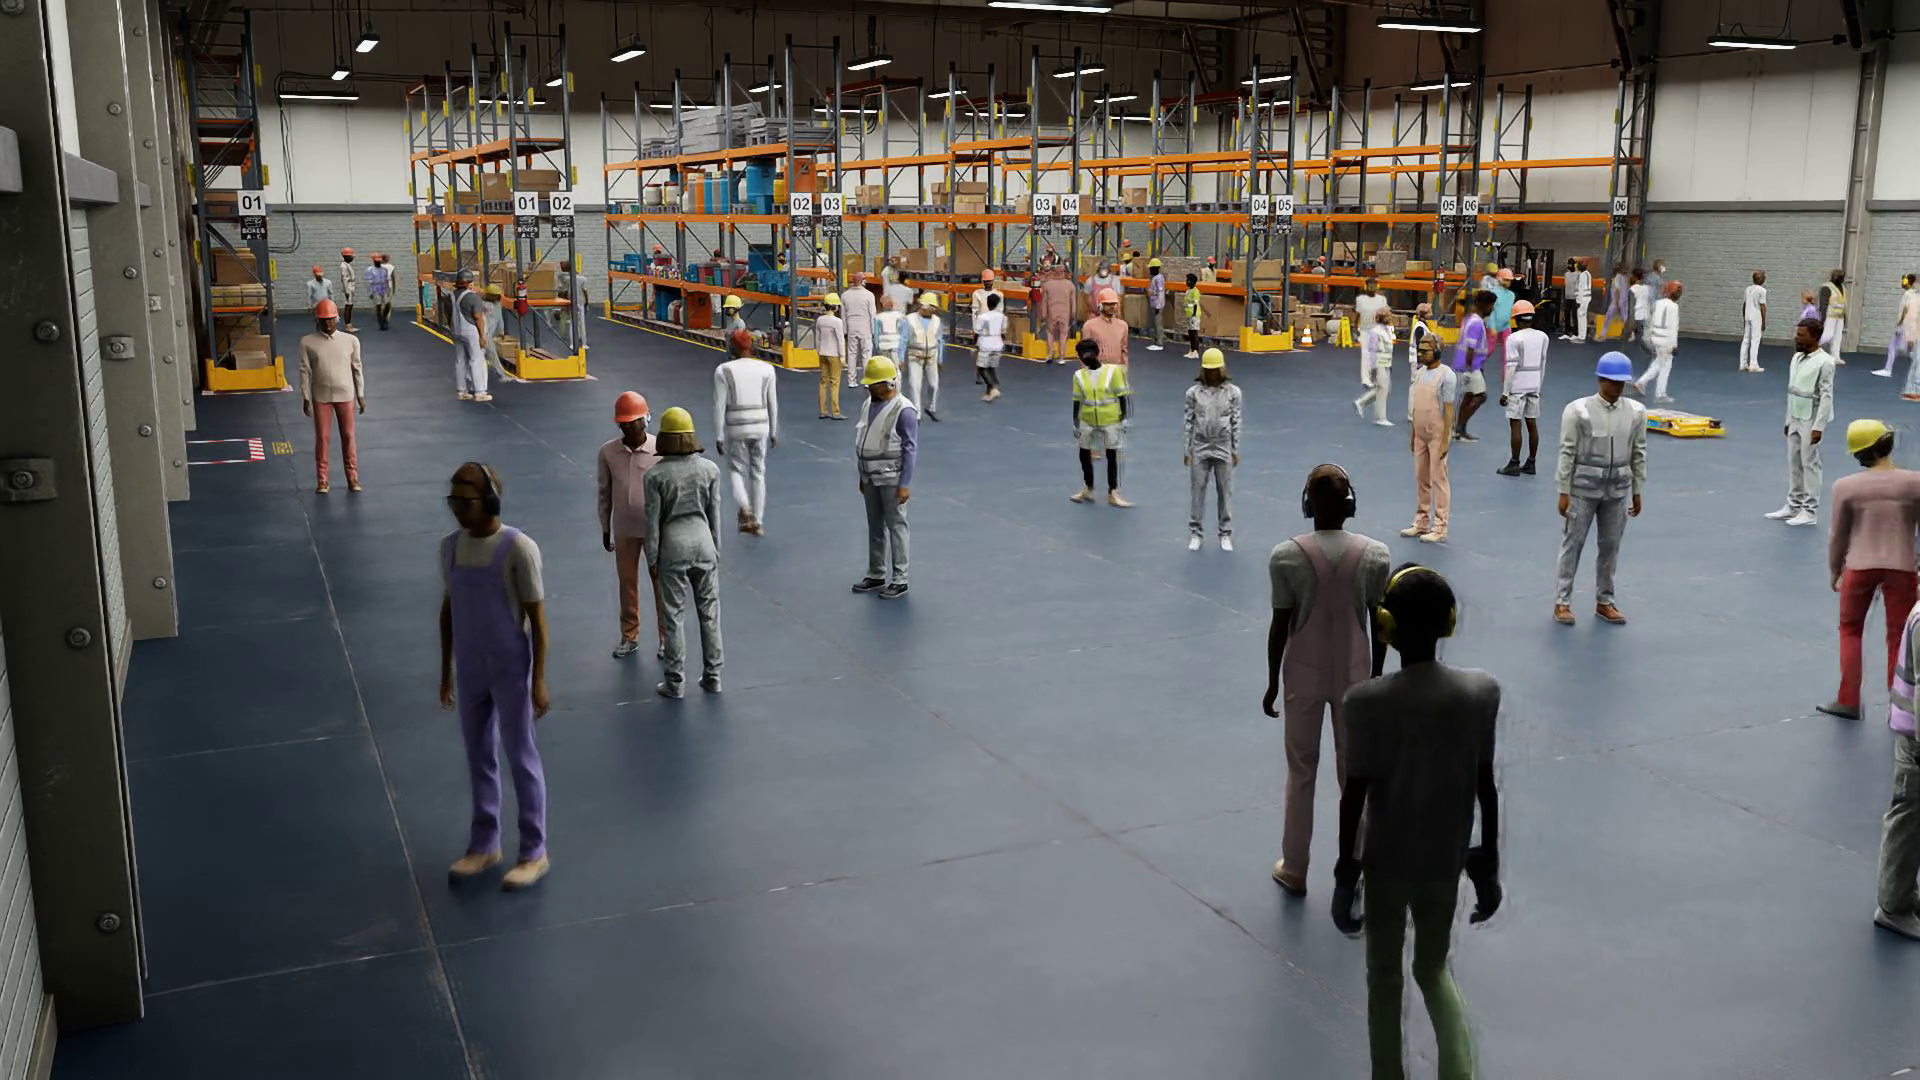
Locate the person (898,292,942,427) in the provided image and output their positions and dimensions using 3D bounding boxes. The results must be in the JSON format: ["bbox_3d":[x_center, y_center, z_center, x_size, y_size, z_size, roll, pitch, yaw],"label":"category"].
[{"bbox_3d":[-0.569,-2.464,22.641,0.697,1.823,0.593,-4,12,-20],"label":"person"}]

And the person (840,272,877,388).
[{"bbox_3d":[-1.638,-3.451,27.412,0.642,1.909,0.410,4,12,22],"label":"person"}]

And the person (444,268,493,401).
[{"bbox_3d":[-7.534,-3.157,25.577,0.682,2.000,0.537,6,12,26],"label":"person"}]

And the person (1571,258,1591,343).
[{"bbox_3d":[13.849,-5.320,36.996,0.360,1.879,0.585,6,13,28],"label":"person"}]

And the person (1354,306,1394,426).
[{"bbox_3d":[5.675,-2.371,22.642,0.549,1.621,0.524,8,13,34],"label":"person"}]

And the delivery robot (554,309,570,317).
[{"bbox_3d":[-10.726,-6.262,44.902,0.477,0.478,0.707,-6,13,-29],"label":"delivery robot"}]

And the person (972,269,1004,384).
[{"bbox_3d":[0.472,-3.586,28.018,0.547,1.938,0.359,-1,11,-7],"label":"person"}]

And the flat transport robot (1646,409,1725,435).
[{"bbox_3d":[9.377,-1.575,22.047,0.652,0.197,1.431,-3,11,-14],"label":"flat transport robot"}]

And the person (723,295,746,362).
[{"bbox_3d":[-3.055,-2.433,22.598,0.311,1.769,0.522,-6,12,-27],"label":"person"}]

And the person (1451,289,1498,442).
[{"bbox_3d":[6.438,-2.166,20.817,0.445,1.939,0.612,3,11,13],"label":"person"}]

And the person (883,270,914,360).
[{"bbox_3d":[-1.153,-4.039,30.636,0.616,1.826,0.452,1,11,4],"label":"person"}]

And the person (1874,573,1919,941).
[{"bbox_3d":[3.882,0.767,6.657,0.306,1.639,0.523,8,14,35],"label":"person"}]

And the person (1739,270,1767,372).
[{"bbox_3d":[14.451,-3.976,30.237,0.332,1.843,0.518,-3,12,-15],"label":"person"}]

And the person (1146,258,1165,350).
[{"bbox_3d":[4.122,-4.953,34.990,0.387,1.927,0.589,0,11,-1],"label":"person"}]

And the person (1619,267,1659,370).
[{"bbox_3d":[12.434,-4.053,30.498,0.595,1.891,0.888,-9,14,-39],"label":"person"}]

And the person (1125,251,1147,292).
[{"bbox_3d":[4.494,-6.400,42.381,0.590,1.915,0.392,-1,11,-6],"label":"person"}]

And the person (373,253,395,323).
[{"bbox_3d":[-15.136,-6.608,43.677,0.578,1.815,0.747,-5,12,-23],"label":"person"}]

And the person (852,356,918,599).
[{"bbox_3d":[-0.575,-0.472,12.488,0.403,1.823,0.588,-9,15,-40],"label":"person"}]

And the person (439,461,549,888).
[{"bbox_3d":[-2.003,0.572,7.129,0.522,1.843,0.335,5,12,22],"label":"person"}]

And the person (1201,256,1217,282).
[{"bbox_3d":[6.525,-6.522,43.405,0.563,1.752,0.327,-10,15,-42],"label":"person"}]

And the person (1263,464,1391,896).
[{"bbox_3d":[1.535,0.597,7.008,0.505,1.842,0.349,0,11,2],"label":"person"}]

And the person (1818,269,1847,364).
[{"bbox_3d":[16.695,-4.285,31.866,0.643,1.818,0.647,-7,13,-30],"label":"person"}]

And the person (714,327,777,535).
[{"bbox_3d":[-1.902,-0.955,14.825,0.600,1.868,0.458,-5,12,-22],"label":"person"}]

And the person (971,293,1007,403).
[{"bbox_3d":[0.475,-2.893,25.192,0.575,1.672,0.509,-7,13,-33],"label":"person"}]

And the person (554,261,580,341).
[{"bbox_3d":[-8.859,-5.392,37.540,0.583,1.801,0.909,-8,14,-35],"label":"person"}]

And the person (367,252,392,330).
[{"bbox_3d":[-14.234,-6.073,40.807,0.562,1.876,0.407,-10,15,-42],"label":"person"}]

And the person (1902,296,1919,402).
[{"bbox_3d":[14.649,-3.038,25.217,0.672,1.940,0.829,-4,12,-18],"label":"person"}]

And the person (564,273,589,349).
[{"bbox_3d":[-8.121,-4.965,35.233,0.515,1.861,0.321,0,11,-1],"label":"person"}]

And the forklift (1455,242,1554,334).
[{"bbox_3d":[13.047,-6.049,39.881,2.313,2.155,1.214,-5,12,-23],"label":"forklift"}]

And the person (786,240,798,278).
[{"bbox_3d":[-5.405,-8.458,52.533,0.605,2.035,0.392,-4,12,-21],"label":"person"}]

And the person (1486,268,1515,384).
[{"bbox_3d":[9.068,-3.617,28.127,0.604,1.968,0.926,-4,12,-20],"label":"person"}]

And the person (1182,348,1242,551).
[{"bbox_3d":[2.144,-0.768,14.212,0.488,1.739,0.305,2,11,9],"label":"person"}]

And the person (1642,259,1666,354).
[{"bbox_3d":[14.213,-4.781,34.088,0.355,1.937,0.634,6,13,28],"label":"person"}]

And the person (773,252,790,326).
[{"bbox_3d":[-4.565,-6.425,42.608,0.528,1.876,0.323,2,11,10],"label":"person"}]

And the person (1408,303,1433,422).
[{"bbox_3d":[6.368,-2.454,23.026,0.311,1.638,0.523,3,12,17],"label":"person"}]
